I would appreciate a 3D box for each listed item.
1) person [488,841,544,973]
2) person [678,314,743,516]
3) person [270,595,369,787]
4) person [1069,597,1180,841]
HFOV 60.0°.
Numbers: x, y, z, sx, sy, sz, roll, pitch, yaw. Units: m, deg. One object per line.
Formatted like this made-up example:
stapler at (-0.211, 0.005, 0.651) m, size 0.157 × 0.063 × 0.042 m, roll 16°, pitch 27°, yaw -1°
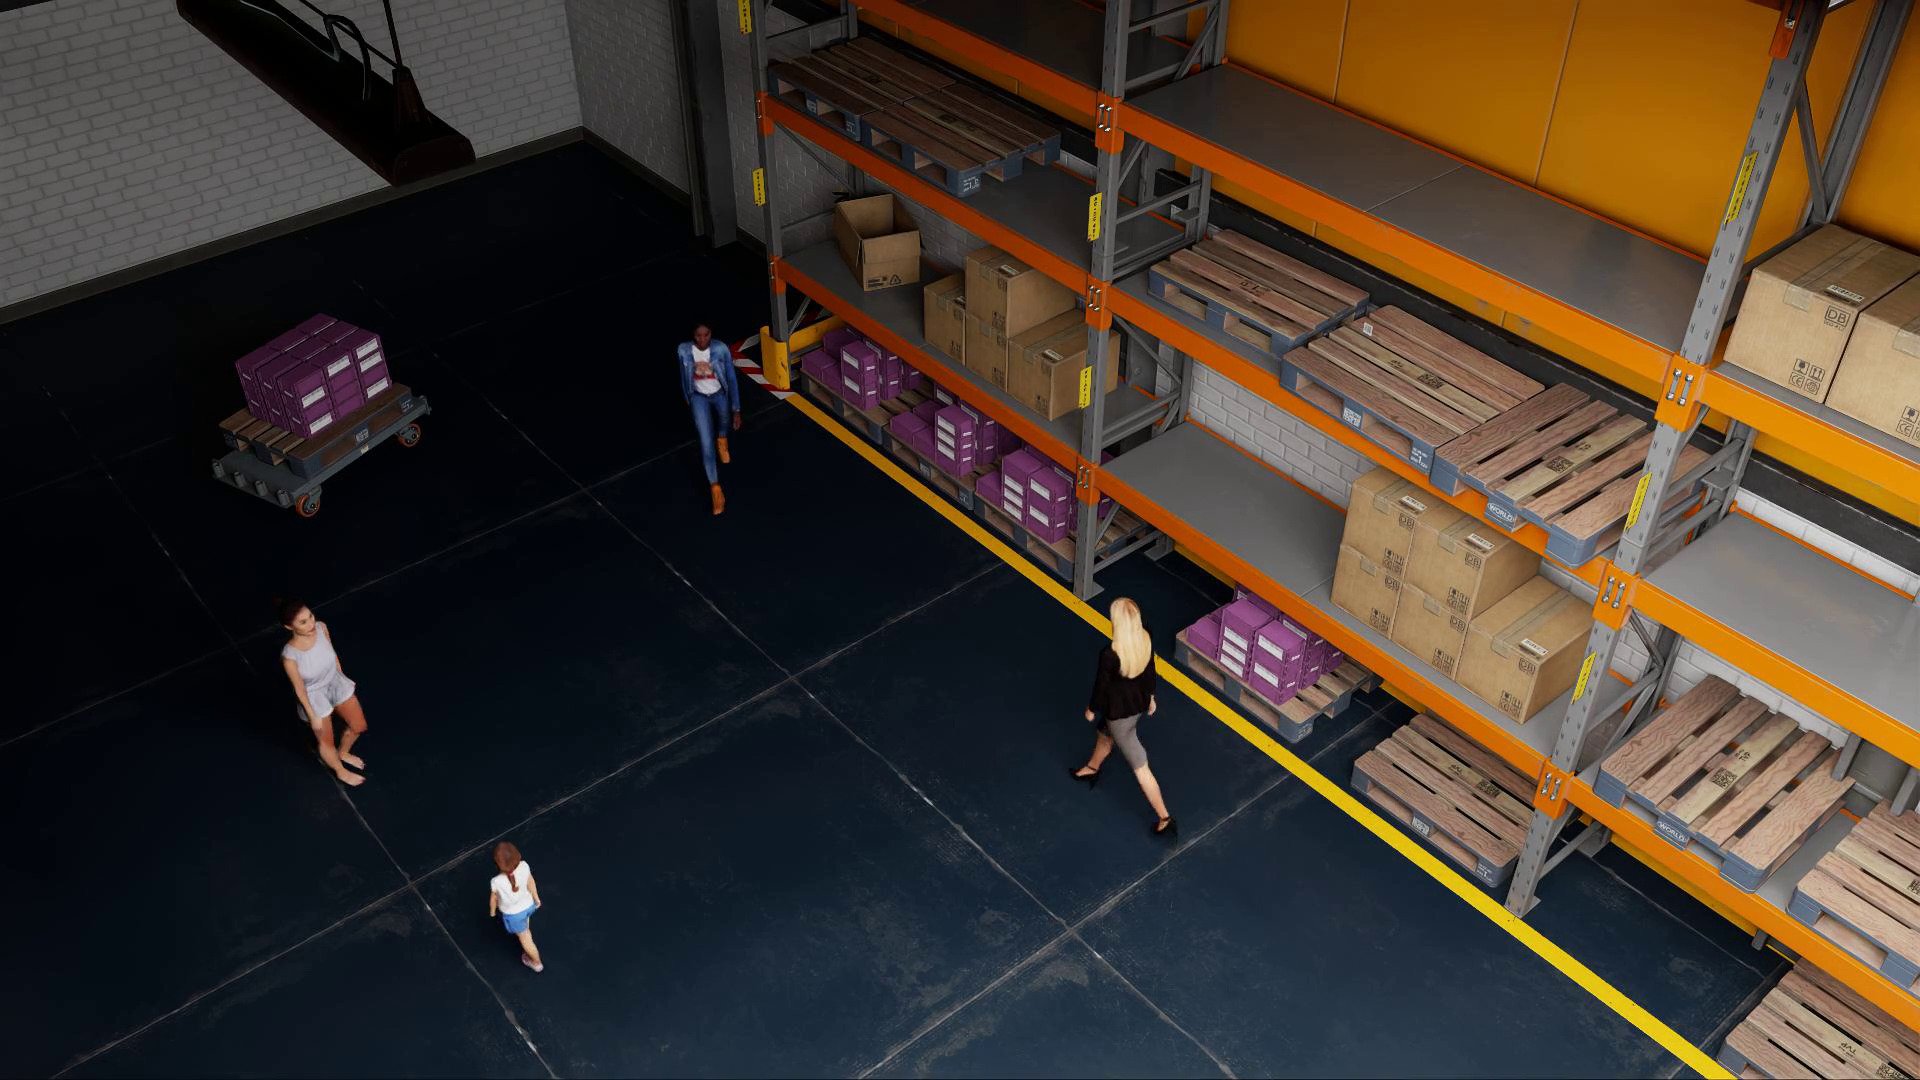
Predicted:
person at (-2.617, 2.206, 9.907) m, size 0.653 × 1.004 × 0.472 m, roll 28°, pitch 46°, yaw 31°
person at (-2.028, -1.158, 13.591) m, size 1.070 × 1.663 × 1.287 m, roll -5°, pitch 39°, yaw -6°
person at (-4.260, 0.991, 10.949) m, size 0.694 × 1.603 × 0.676 m, roll 15°, pitch 41°, yaw 18°
person at (1.111, 1.179, 10.564) m, size 1.204 × 1.789 × 0.732 m, roll 30°, pitch 47°, yaw 32°
